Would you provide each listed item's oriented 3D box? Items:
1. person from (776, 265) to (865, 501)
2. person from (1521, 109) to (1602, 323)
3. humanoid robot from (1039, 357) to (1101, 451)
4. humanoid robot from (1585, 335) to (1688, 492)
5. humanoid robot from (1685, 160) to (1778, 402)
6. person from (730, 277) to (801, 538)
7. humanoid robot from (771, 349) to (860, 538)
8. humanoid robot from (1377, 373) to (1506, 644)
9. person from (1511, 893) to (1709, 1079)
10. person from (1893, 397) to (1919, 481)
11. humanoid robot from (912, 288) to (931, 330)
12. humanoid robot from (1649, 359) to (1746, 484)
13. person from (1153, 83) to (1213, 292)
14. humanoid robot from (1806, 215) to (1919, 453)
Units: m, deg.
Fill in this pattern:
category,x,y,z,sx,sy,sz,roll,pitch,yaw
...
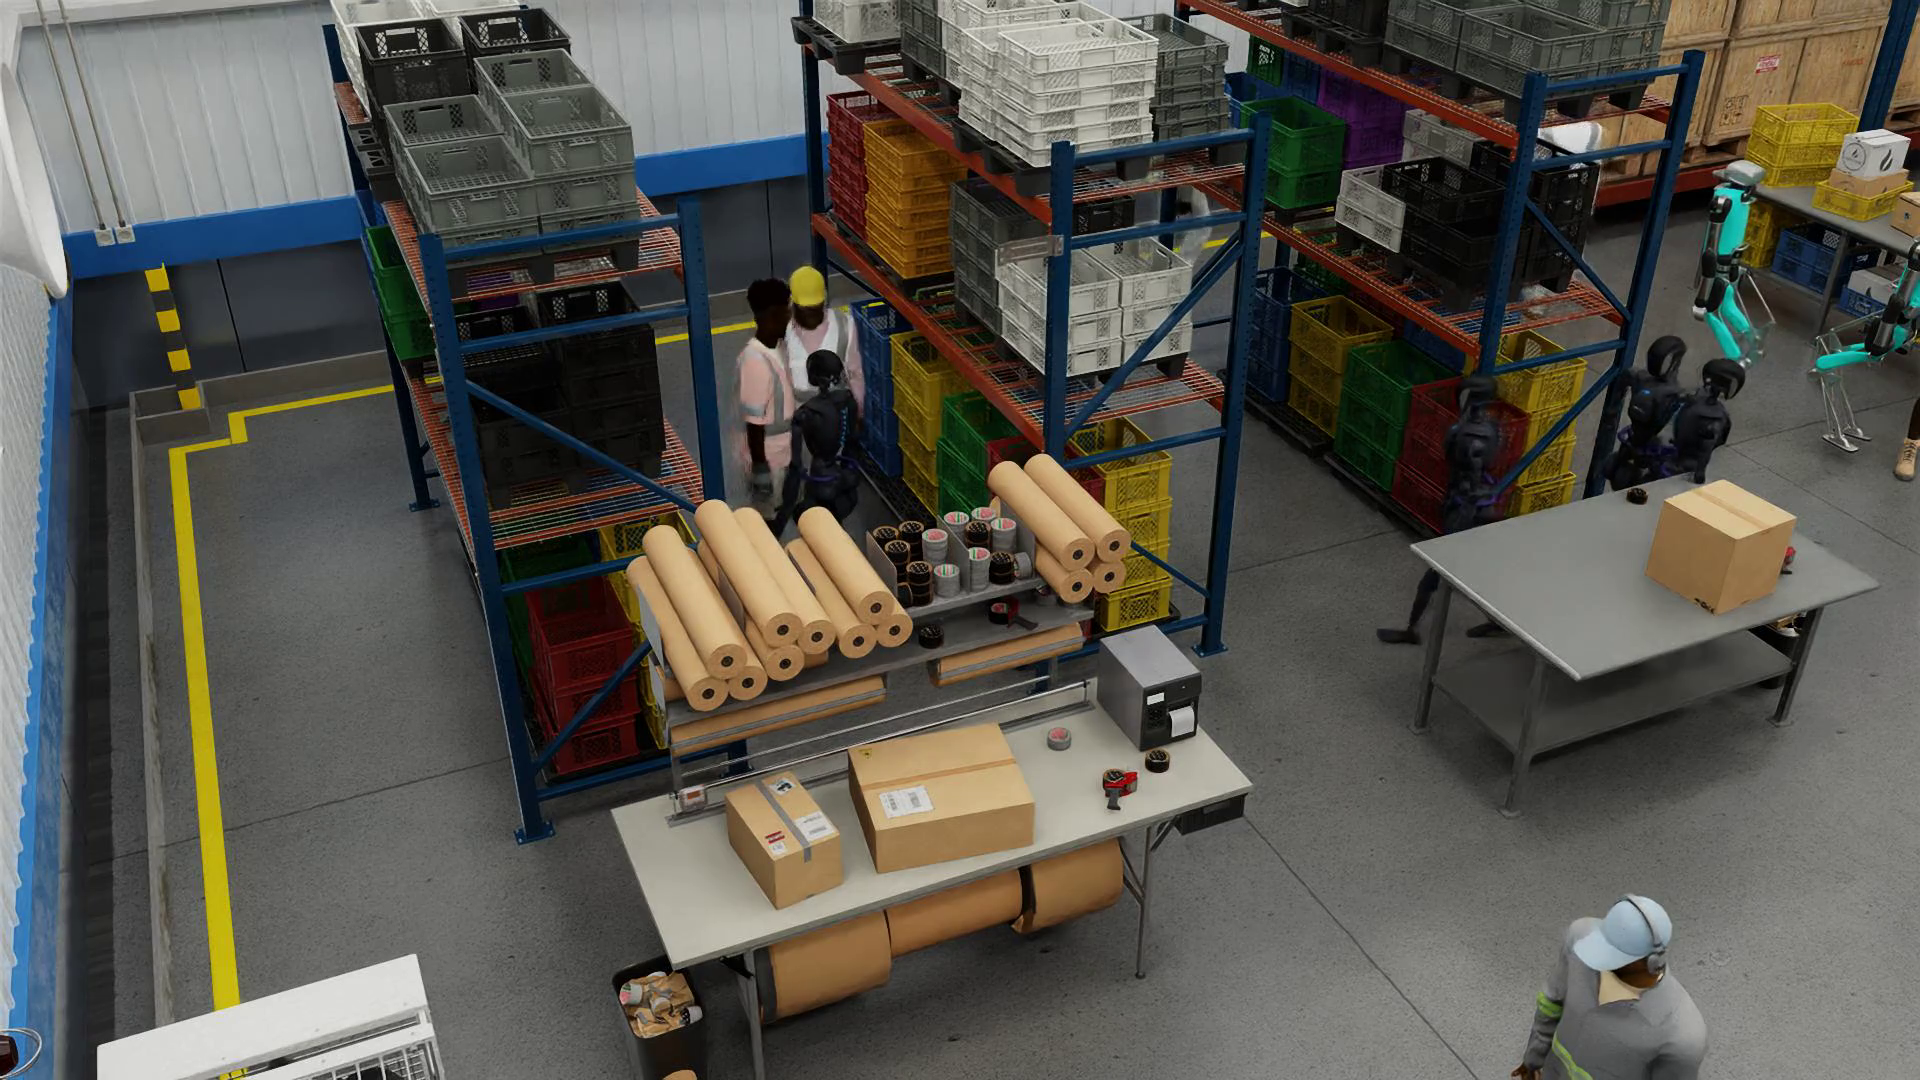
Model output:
category,x,y,z,sx,sy,sz,roll,pitch,yaw
person,-0.860,-0.802,9.815,0.596,1.800,0.887,-8,33,-13
person,4.453,-2.592,12.652,0.584,1.863,0.614,-5,32,-9
humanoid robot,0.744,-1.328,10.827,0.600,1.624,0.772,-18,36,-27
humanoid robot,3.763,-0.392,9.280,0.679,1.631,0.593,-20,37,-29
humanoid robot,5.257,-1.611,11.202,0.674,1.833,0.532,25,40,35
person,-1.072,-0.489,9.200,0.385,1.929,0.718,2,32,3
humanoid robot,-0.782,-0.264,9.083,0.609,1.637,0.622,21,37,30
humanoid robot,2.708,-0.143,8.900,0.722,1.633,0.609,4,32,7
person,2.048,1.853,5.456,0.400,1.847,0.587,-13,34,-20
person,6.370,-1.288,10.372,0.605,2.045,0.376,9,33,14
humanoid robot,-0.273,-2.156,12.062,0.966,1.733,0.539,23,38,32
humanoid robot,4.000,-0.284,9.121,0.755,1.619,0.621,7,32,11
person,1.770,-2.785,13.025,0.516,1.814,0.612,-12,34,-19
humanoid robot,5.880,-1.413,10.741,0.533,1.673,0.735,-23,38,-32
